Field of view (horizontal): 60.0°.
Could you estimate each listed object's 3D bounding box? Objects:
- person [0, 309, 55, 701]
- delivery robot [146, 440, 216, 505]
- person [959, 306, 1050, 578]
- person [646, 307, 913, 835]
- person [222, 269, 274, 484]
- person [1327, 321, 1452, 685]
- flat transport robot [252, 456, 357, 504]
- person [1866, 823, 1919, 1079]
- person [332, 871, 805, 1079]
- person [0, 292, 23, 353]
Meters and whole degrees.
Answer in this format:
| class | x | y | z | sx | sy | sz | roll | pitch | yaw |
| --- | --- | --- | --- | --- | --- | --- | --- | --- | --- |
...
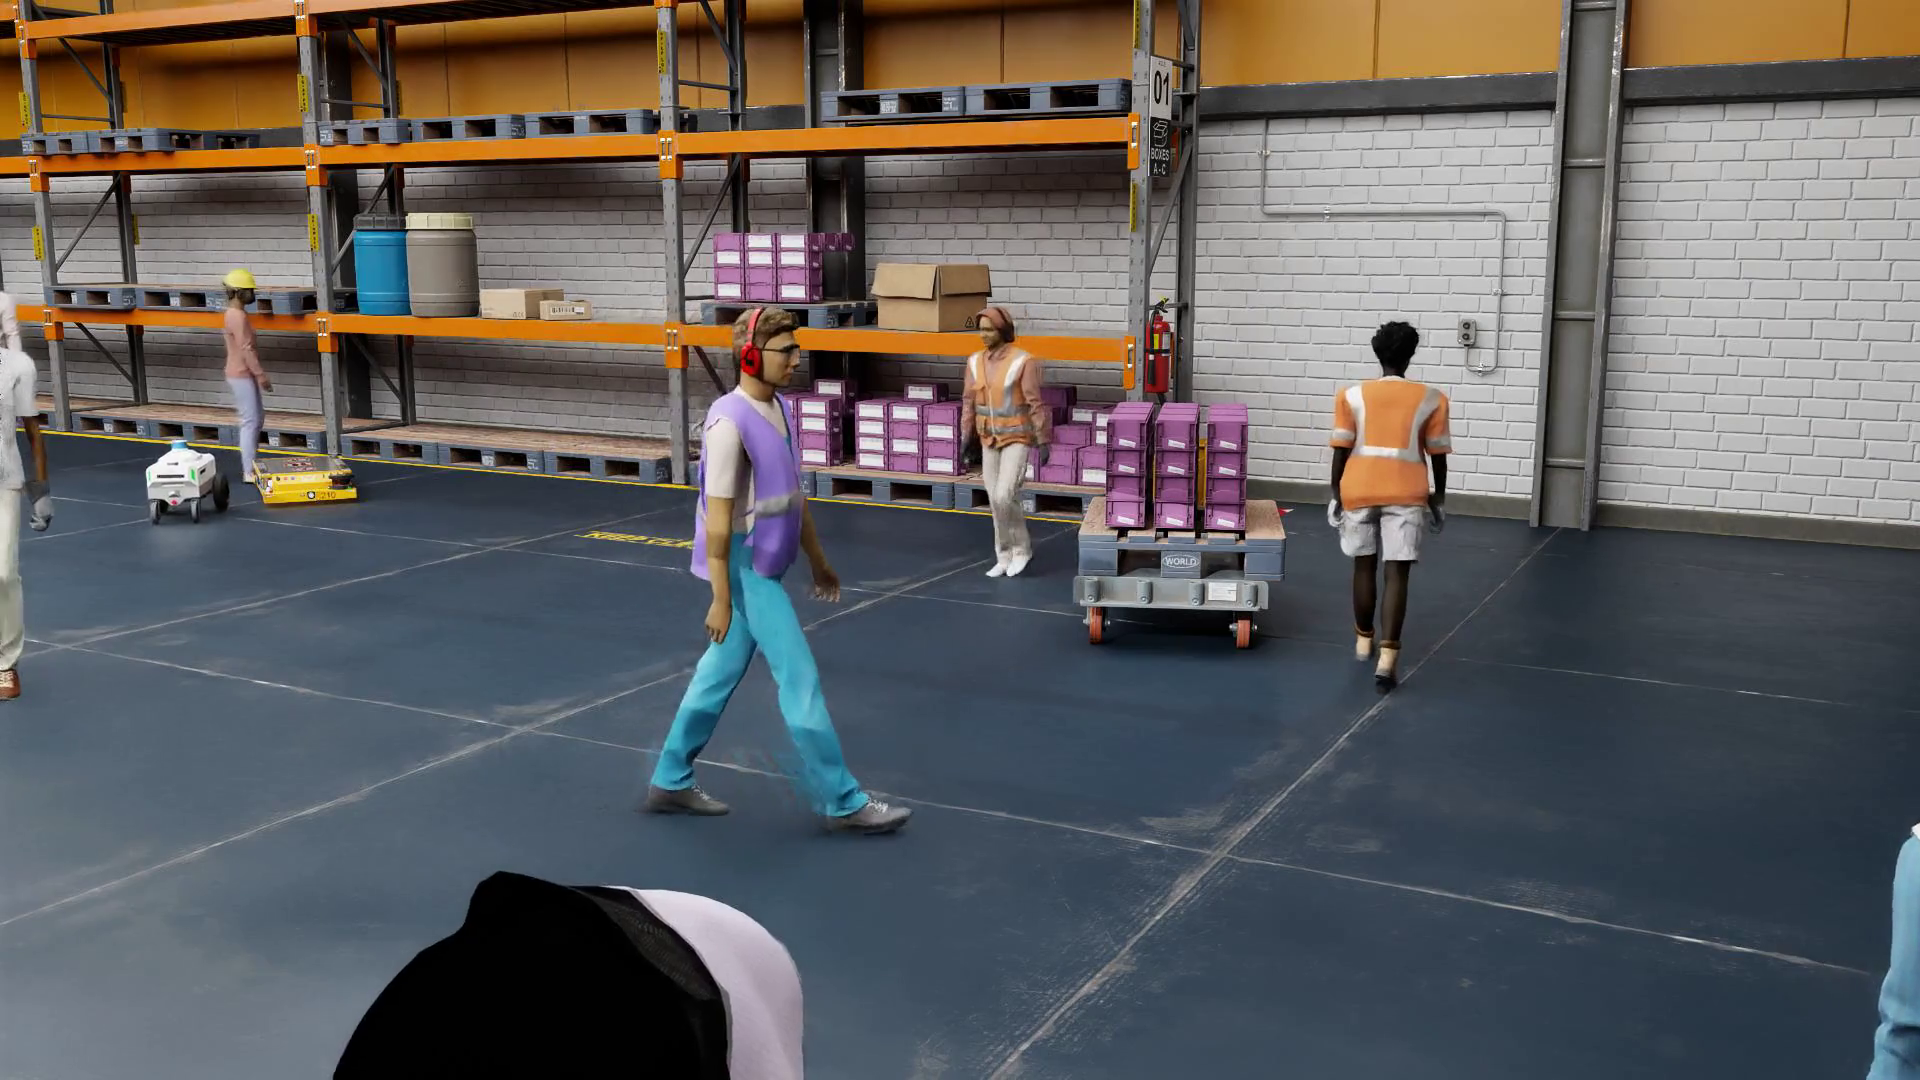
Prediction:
| class | x | y | z | sx | sy | sz | roll | pitch | yaw |
| --- | --- | --- | --- | --- | --- | --- | --- | --- | --- |
| person | -4.254 | -0.207 | 7.218 | 0.566 | 1.853 | 0.391 | -5 | 11 | -25 |
| delivery robot | -5.622 | -0.479 | 12.018 | 0.477 | 0.478 | 0.707 | -2 | 11 | -13 |
| person | 0.264 | -0.560 | 9.790 | 0.577 | 1.616 | 0.407 | 9 | 13 | 40 |
| person | -0.664 | 0.110 | 5.650 | 0.971 | 1.792 | 0.590 | 1 | 10 | 7 |
| person | -5.815 | -1.325 | 13.621 | 0.370 | 1.764 | 0.544 | -4 | 11 | -23 |
| person | 1.959 | -0.179 | 7.650 | 0.544 | 1.647 | 0.818 | 4 | 11 | 19 |
| flat transport robot | -5.198 | -0.495 | 13.140 | 0.652 | 0.197 | 1.431 | -5 | 11 | -26 |
| person | 1.379 | 0.857 | 2.035 | 0.529 | 1.625 | 0.639 | 3 | 11 | 15 |
| person | -0.279 | 0.892 | 1.036 | 0.399 | 1.913 | 0.589 | 5 | 11 | 25 |
| person | -8.222 | -1.442 | 13.978 | 0.646 | 1.867 | 0.976 | -5 | 11 | -24 |
